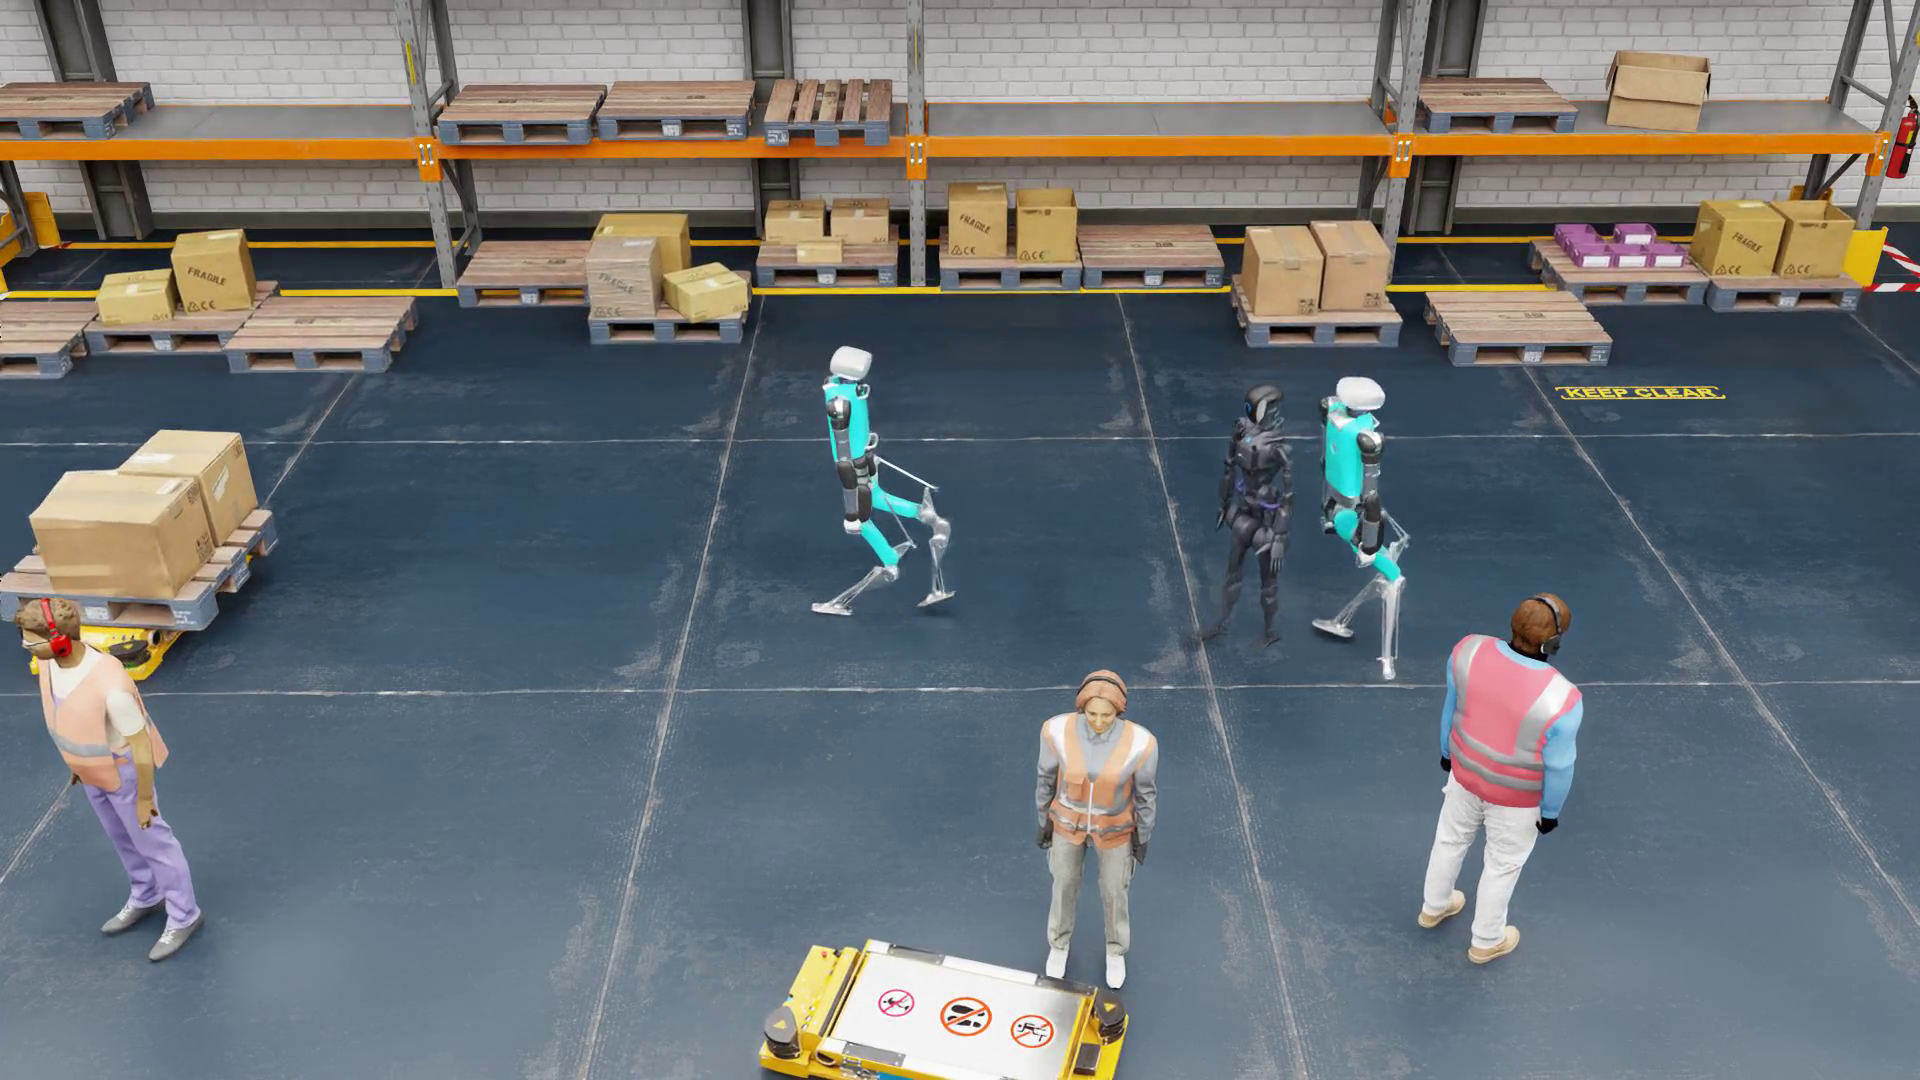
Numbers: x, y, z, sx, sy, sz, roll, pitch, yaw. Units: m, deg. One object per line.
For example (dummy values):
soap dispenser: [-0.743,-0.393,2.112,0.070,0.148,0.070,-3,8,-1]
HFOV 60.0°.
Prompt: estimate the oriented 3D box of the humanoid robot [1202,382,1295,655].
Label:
humanoid robot: [1.655,-0.120,9.247,0.352,1.659,0.590,-18,35,-27]

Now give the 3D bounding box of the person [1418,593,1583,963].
person: [2.343,1.021,7.199,0.431,1.836,0.629,-23,38,-33]

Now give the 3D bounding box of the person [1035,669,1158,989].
person: [0.568,1.226,7.048,0.506,1.629,0.314,7,32,12]

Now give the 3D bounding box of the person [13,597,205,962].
person: [-3.650,1.011,7.200,0.562,1.841,0.393,19,36,28]

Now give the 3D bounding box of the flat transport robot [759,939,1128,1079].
flat transport robot: [-0.057,2.064,6.975,1.431,0.231,0.659,8,32,14]

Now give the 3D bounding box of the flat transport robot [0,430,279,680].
flat transport robot: [-4.804,0.338,9.848,0.659,0.231,1.431,3,31,4]

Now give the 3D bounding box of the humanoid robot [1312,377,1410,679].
humanoid robot: [2.314,-0.097,9.128,0.776,1.764,0.596,-10,32,-16]

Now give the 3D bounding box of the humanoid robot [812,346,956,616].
humanoid robot: [-0.346,-0.260,9.464,1.027,1.777,0.541,3,31,4]
